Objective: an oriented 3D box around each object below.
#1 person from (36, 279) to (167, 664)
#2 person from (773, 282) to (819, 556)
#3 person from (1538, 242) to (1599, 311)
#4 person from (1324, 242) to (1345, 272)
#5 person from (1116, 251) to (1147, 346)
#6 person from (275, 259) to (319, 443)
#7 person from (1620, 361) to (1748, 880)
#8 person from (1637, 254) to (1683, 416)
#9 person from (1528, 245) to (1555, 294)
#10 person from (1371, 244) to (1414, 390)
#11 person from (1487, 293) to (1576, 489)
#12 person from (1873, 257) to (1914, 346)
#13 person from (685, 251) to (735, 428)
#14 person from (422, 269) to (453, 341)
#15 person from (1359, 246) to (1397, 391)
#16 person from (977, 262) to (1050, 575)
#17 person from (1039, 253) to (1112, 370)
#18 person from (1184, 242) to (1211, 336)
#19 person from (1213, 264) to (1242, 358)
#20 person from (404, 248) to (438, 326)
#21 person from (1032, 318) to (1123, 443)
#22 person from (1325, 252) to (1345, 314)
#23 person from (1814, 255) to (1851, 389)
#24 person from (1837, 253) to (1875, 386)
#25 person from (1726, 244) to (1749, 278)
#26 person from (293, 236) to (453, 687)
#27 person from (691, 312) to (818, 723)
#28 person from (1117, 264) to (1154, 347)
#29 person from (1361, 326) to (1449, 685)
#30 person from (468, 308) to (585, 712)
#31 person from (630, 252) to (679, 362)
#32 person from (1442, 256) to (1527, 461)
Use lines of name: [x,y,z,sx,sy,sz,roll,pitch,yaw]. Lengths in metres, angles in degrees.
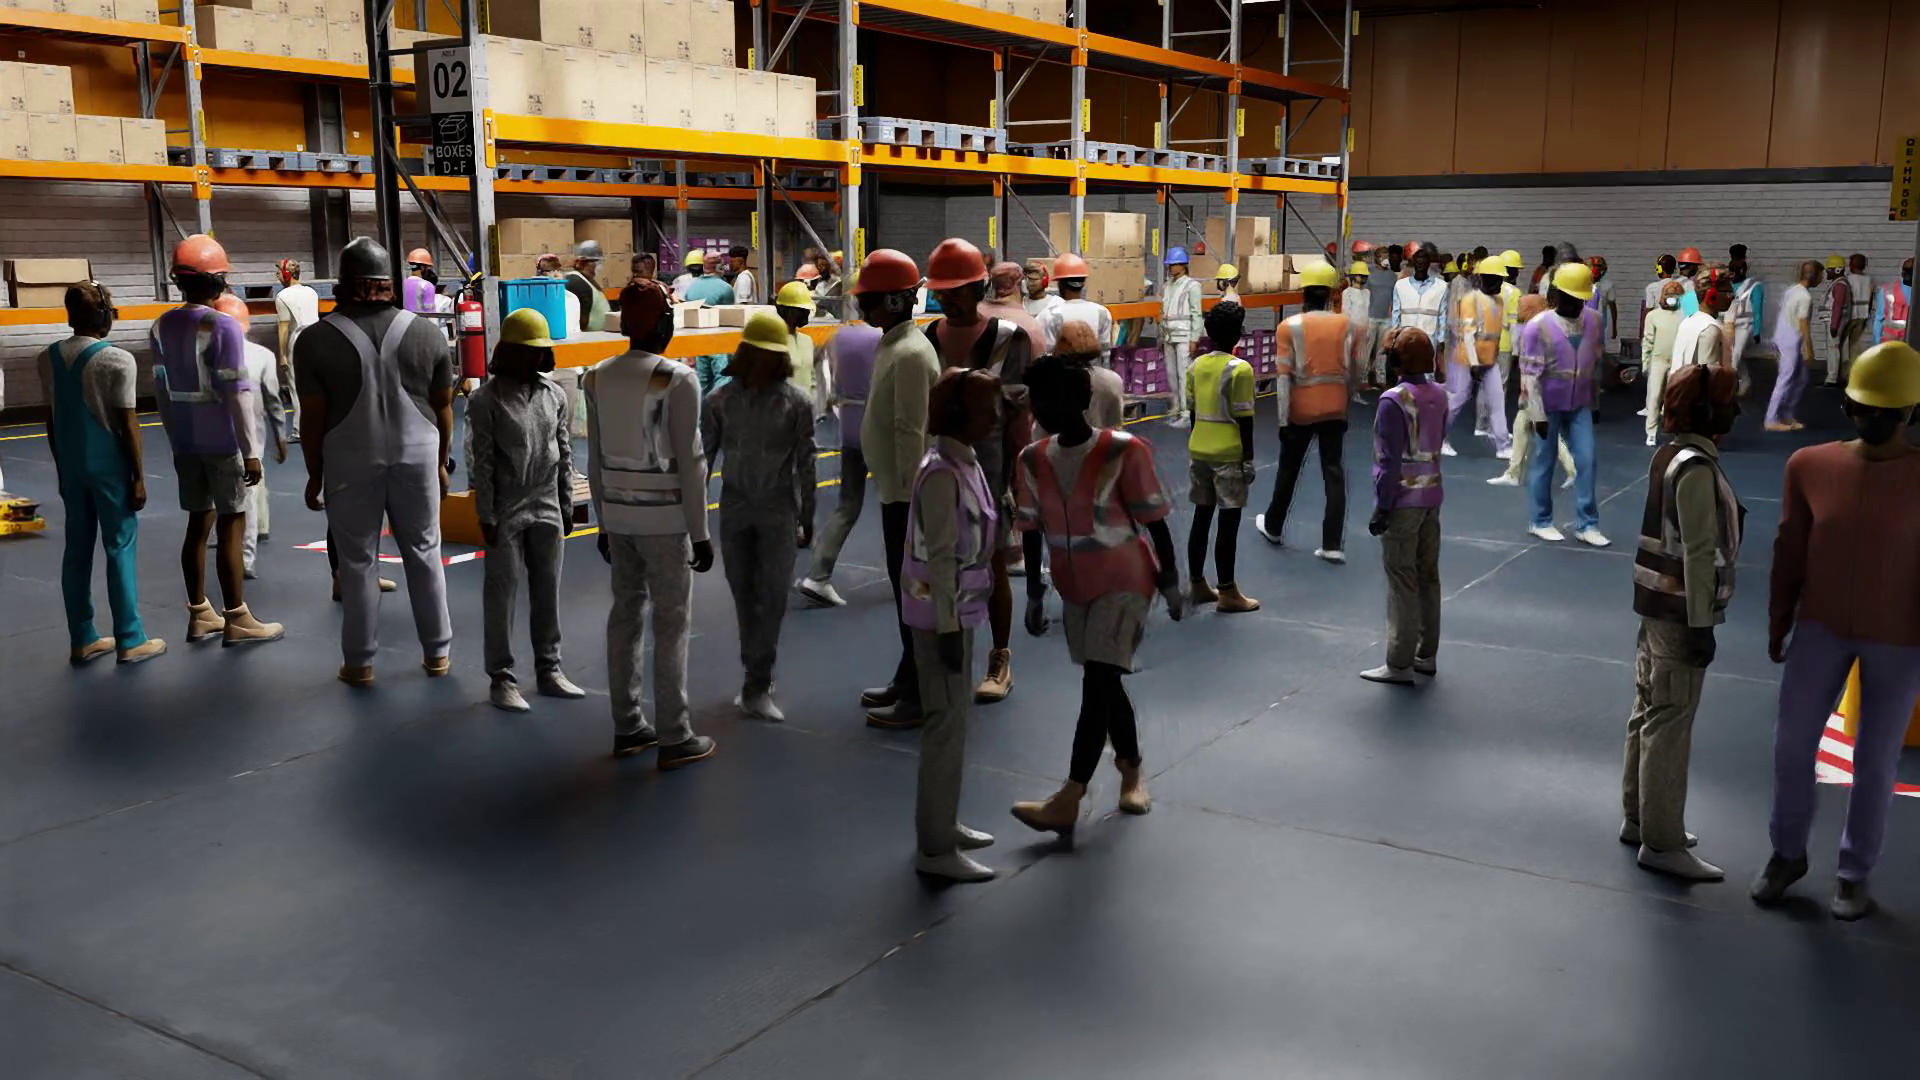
person: [-4.112,-0.316,7.957,0.500,1.838,0.347,2,10,12]
person: [-1.079,-0.774,10.713,0.338,1.761,0.524,6,12,30]
person: [7.254,-2.578,19.913,0.719,2.000,0.570,5,12,28]
person: [6.270,-4.056,28.263,0.615,1.986,0.410,-3,11,-17]
person: [2.745,-3.778,27.054,0.509,1.880,0.643,-2,10,-11]
person: [-6.586,-1.876,16.604,0.394,1.836,0.560,3,11,15]
person: [2.325,0.249,5.359,0.310,1.642,0.514,2,10,12]
person: [8.076,-2.339,19.105,0.510,1.860,0.333,-1,10,-3]
person: [9.374,-3.775,26.843,0.470,1.937,0.632,3,11,19]
person: [5.823,-2.990,22.405,0.602,1.966,0.368,3,11,16]
person: [4.756,-1.206,13.536,0.752,1.598,0.500,5,11,25]
person: [10.057,-2.076,17.703,0.619,1.839,0.430,6,12,28]
person: [-2.501,-1.999,17.079,0.650,1.906,0.403,7,12,34]
person: [-6.054,-2.250,19.041,0.537,1.698,0.320,-2,10,-11]
person: [5.623,-2.963,22.332,0.627,1.941,0.370,-3,11,-17]
person: [0.308,-0.729,10.089,0.427,1.887,0.745,-9,14,-41]
person: [0.779,-1.012,11.554,0.549,1.929,0.385,-4,11,-20]
person: [3.595,-3.421,24.731,0.623,1.992,0.398,3,11,15]
person: [2.827,-2.041,17.701,0.314,1.767,0.534,4,11,22]
person: [-6.102,-2.323,18.830,0.549,1.927,0.393,6,12,29]
person: [0.650,-0.381,8.927,0.524,1.611,0.659,-3,11,-16]
person: [5.953,-3.644,26.378,0.429,1.844,0.624,3,11,16]
person: [11.922,-2.971,22.709,0.403,1.824,0.591,5,11,25]
person: [12.345,-3.041,23.066,0.615,1.837,0.508,-3,11,-14]
person: [11.649,-3.471,25.080,0.368,1.963,0.600,-3,11,-19]
person: [-2.675,-0.358,7.614,0.675,2.000,0.537,-6,12,-29]
person: [-0.886,-0.104,7.110,0.551,1.720,0.522,1,10,5]
person: [2.829,-3.587,26.407,0.569,1.710,0.835,6,12,30]
person: [2.047,-0.156,7.615,0.313,1.636,0.517,10,14,43]
person: [-1.865,-0.129,7.202,0.320,1.738,0.483,9,13,40]
person: [-2.710,-1.545,14.538,0.596,1.915,0.373,5,11,25]
person: [4.818,-1.688,15.437,0.605,1.884,0.977,-7,12,-33]
